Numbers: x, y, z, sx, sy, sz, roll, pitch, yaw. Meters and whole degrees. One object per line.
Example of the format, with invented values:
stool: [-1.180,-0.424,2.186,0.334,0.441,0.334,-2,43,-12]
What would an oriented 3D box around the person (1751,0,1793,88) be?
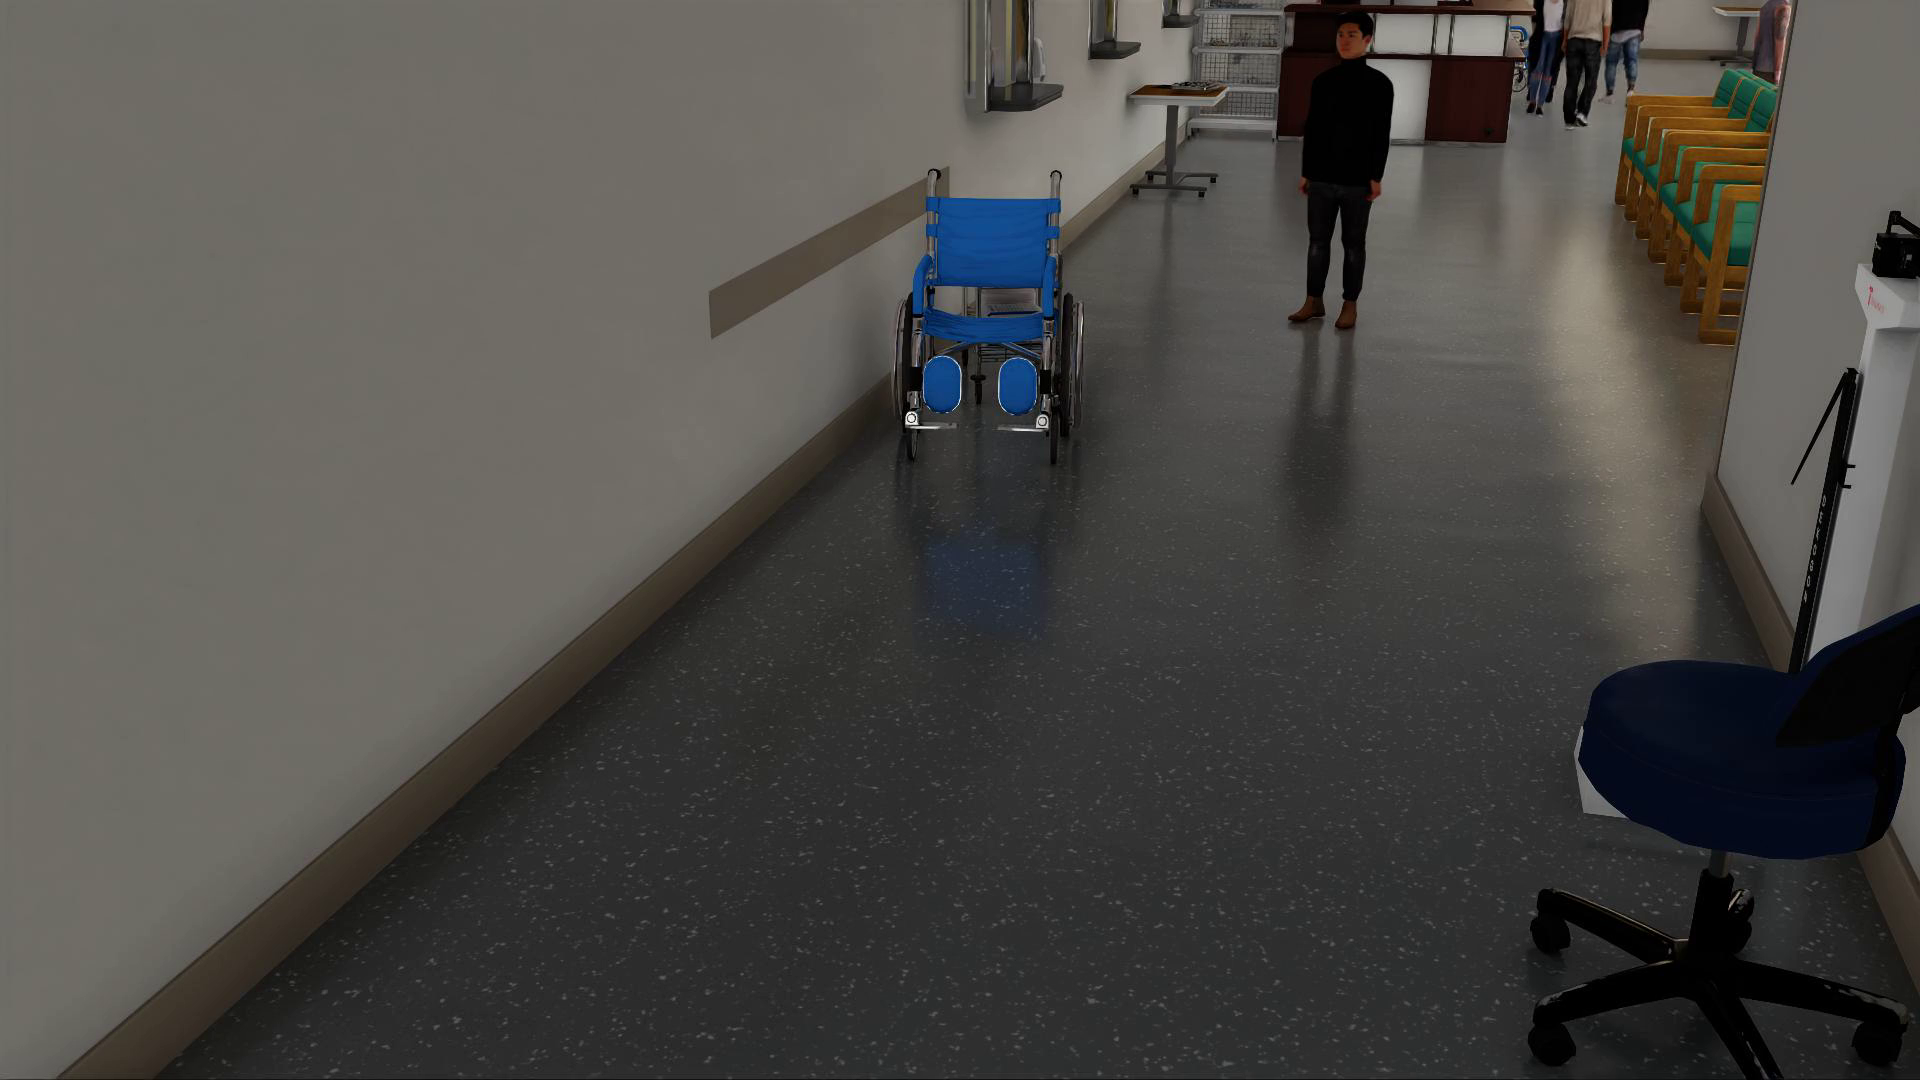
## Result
person: [7.804,-4.576,16.042,0.646,1.843,0.686,0,21,0]

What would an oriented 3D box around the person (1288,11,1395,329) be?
person: [2.148,-2.073,9.337,0.616,1.722,0.777,15,25,35]

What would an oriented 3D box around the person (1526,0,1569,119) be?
person: [6.666,-5.636,18.817,0.615,1.670,0.657,5,21,14]

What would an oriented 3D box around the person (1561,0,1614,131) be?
person: [6.631,-5.278,17.693,0.662,1.797,0.798,11,23,27]

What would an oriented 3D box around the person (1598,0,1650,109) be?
person: [7.857,-5.982,19.604,1.158,1.760,0.863,3,21,8]
